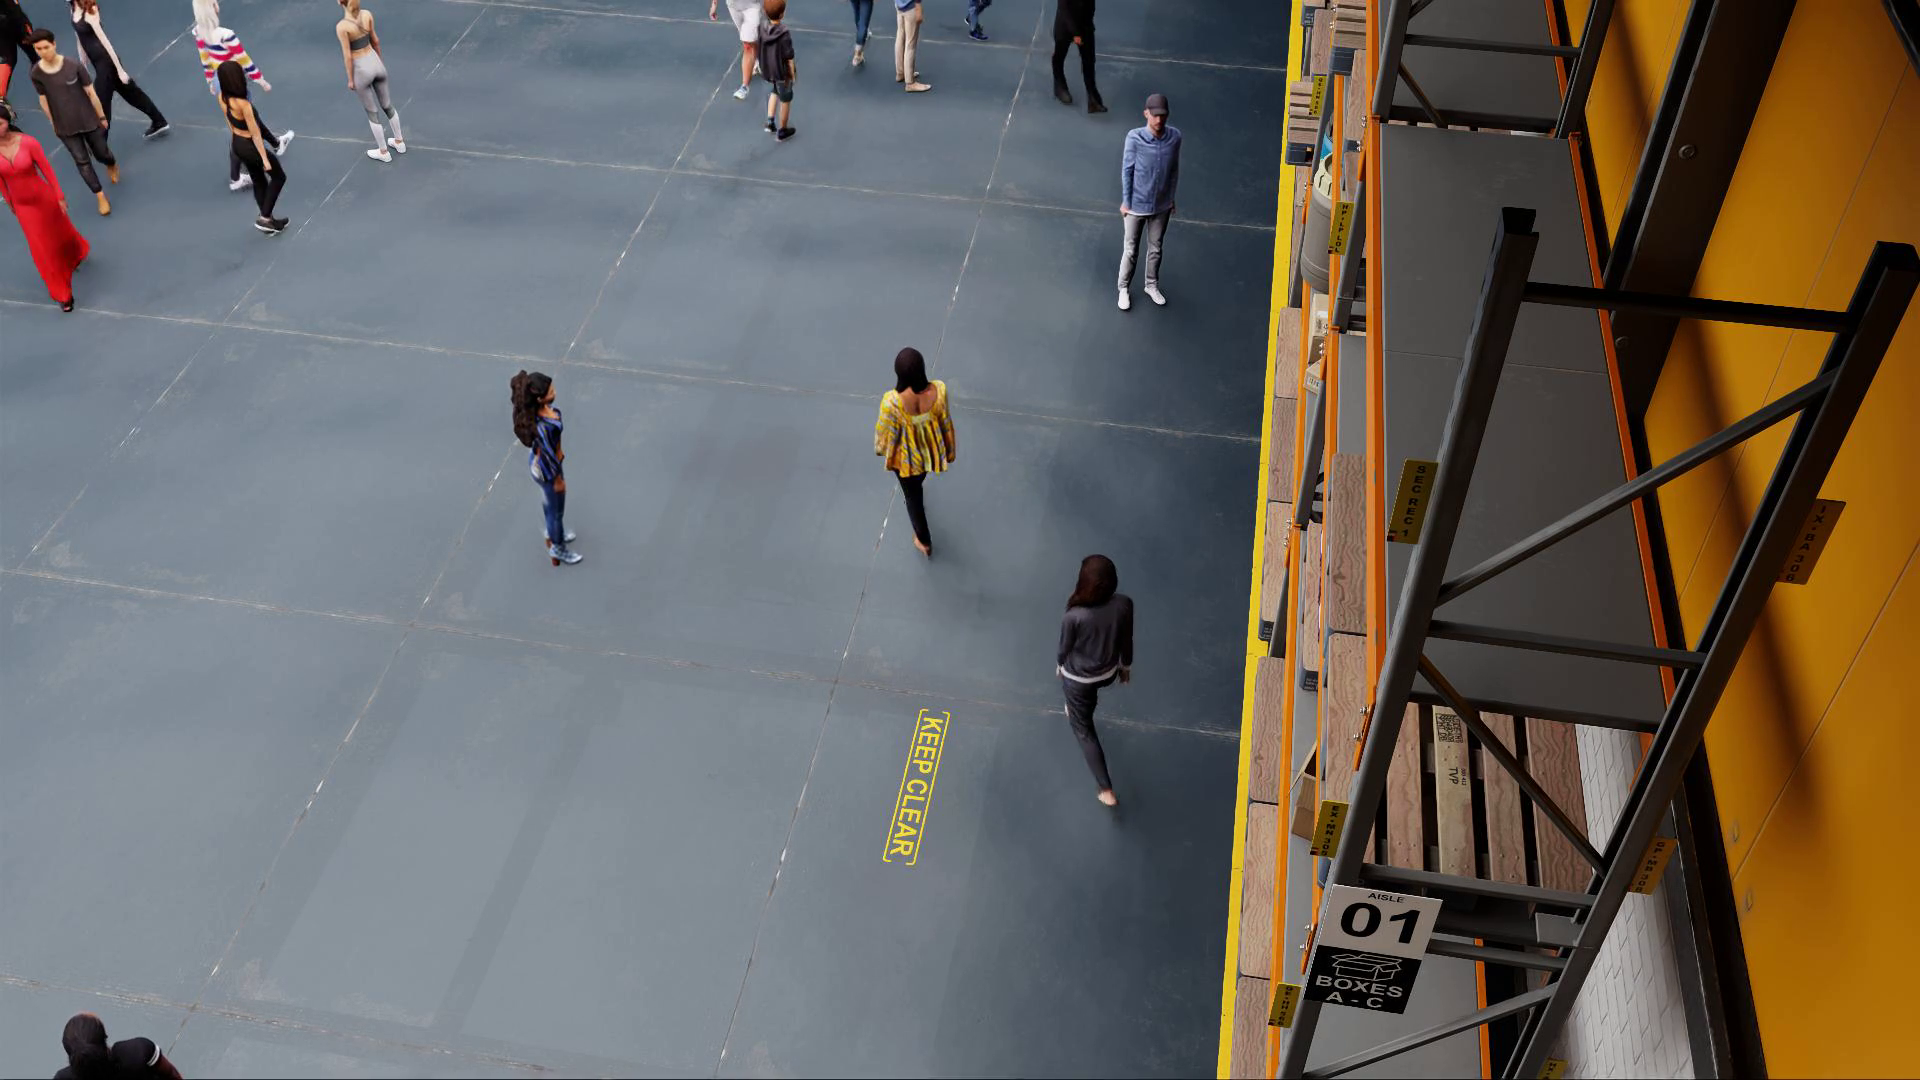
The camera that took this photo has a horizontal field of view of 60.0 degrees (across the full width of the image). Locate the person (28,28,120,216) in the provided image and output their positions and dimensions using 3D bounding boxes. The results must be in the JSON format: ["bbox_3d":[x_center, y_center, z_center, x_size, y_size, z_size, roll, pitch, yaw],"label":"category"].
[{"bbox_3d":[-7.858,-3.770,14.789,0.882,1.702,1.024,-13,45,-14],"label":"person"}]

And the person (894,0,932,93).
[{"bbox_3d":[-0.514,-5.263,16.367,0.769,1.696,0.674,-16,46,-16],"label":"person"}]

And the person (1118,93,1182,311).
[{"bbox_3d":[1.541,-2.777,13.612,0.729,1.888,0.711,-9,44,-9],"label":"person"}]

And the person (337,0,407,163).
[{"bbox_3d":[-5.467,-4.316,15.361,0.706,1.704,0.612,26,49,25],"label":"person"}]

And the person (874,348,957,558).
[{"bbox_3d":[-0.287,-0.557,11.477,1.019,1.617,1.145,-17,46,-17],"label":"person"}]

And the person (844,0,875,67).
[{"bbox_3d":[-1.016,-5.505,16.794,0.627,1.448,1.005,9,44,10],"label":"person"}]

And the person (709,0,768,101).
[{"bbox_3d":[-2.091,-5.319,16.350,0.770,1.790,1.254,12,45,12],"label":"person"}]

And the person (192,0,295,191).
[{"bbox_3d":[-6.616,-4.009,15.002,0.959,1.754,1.224,24,49,23],"label":"person"}]

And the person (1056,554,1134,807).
[{"bbox_3d":[0.818,0.849,9.919,1.022,1.731,1.176,-19,47,-19],"label":"person"}]

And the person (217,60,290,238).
[{"bbox_3d":[-6.180,-3.318,14.364,0.668,1.632,0.707,22,48,21],"label":"person"}]

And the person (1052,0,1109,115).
[{"bbox_3d":[1.049,-5.015,16.076,0.989,1.730,1.138,-18,47,-18],"label":"person"}]

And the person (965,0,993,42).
[{"bbox_3d":[0.132,-5.815,17.265,0.629,1.246,0.536,18,47,18],"label":"person"}]

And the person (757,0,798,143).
[{"bbox_3d":[-1.759,-4.397,15.639,0.633,1.437,0.665,23,48,23],"label":"person"}]

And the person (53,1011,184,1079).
[{"bbox_3d":[-3.897,2.749,7.927,0.714,1.729,0.766,-23,48,-22],"label":"person"}]

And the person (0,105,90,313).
[{"bbox_3d":[-7.616,-2.820,13.761,0.996,1.754,1.199,-15,46,-16],"label":"person"}]

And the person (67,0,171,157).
[{"bbox_3d":[-7.894,-4.470,15.531,1.010,1.692,1.210,32,52,29],"label":"person"}]

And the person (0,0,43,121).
[{"bbox_3d":[-9.176,-4.892,15.907,0.619,1.785,1.065,7,44,8],"label":"person"}]

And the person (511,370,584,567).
[{"bbox_3d":[-2.825,-0.502,11.418,0.755,1.621,0.635,-11,45,-12],"label":"person"}]
